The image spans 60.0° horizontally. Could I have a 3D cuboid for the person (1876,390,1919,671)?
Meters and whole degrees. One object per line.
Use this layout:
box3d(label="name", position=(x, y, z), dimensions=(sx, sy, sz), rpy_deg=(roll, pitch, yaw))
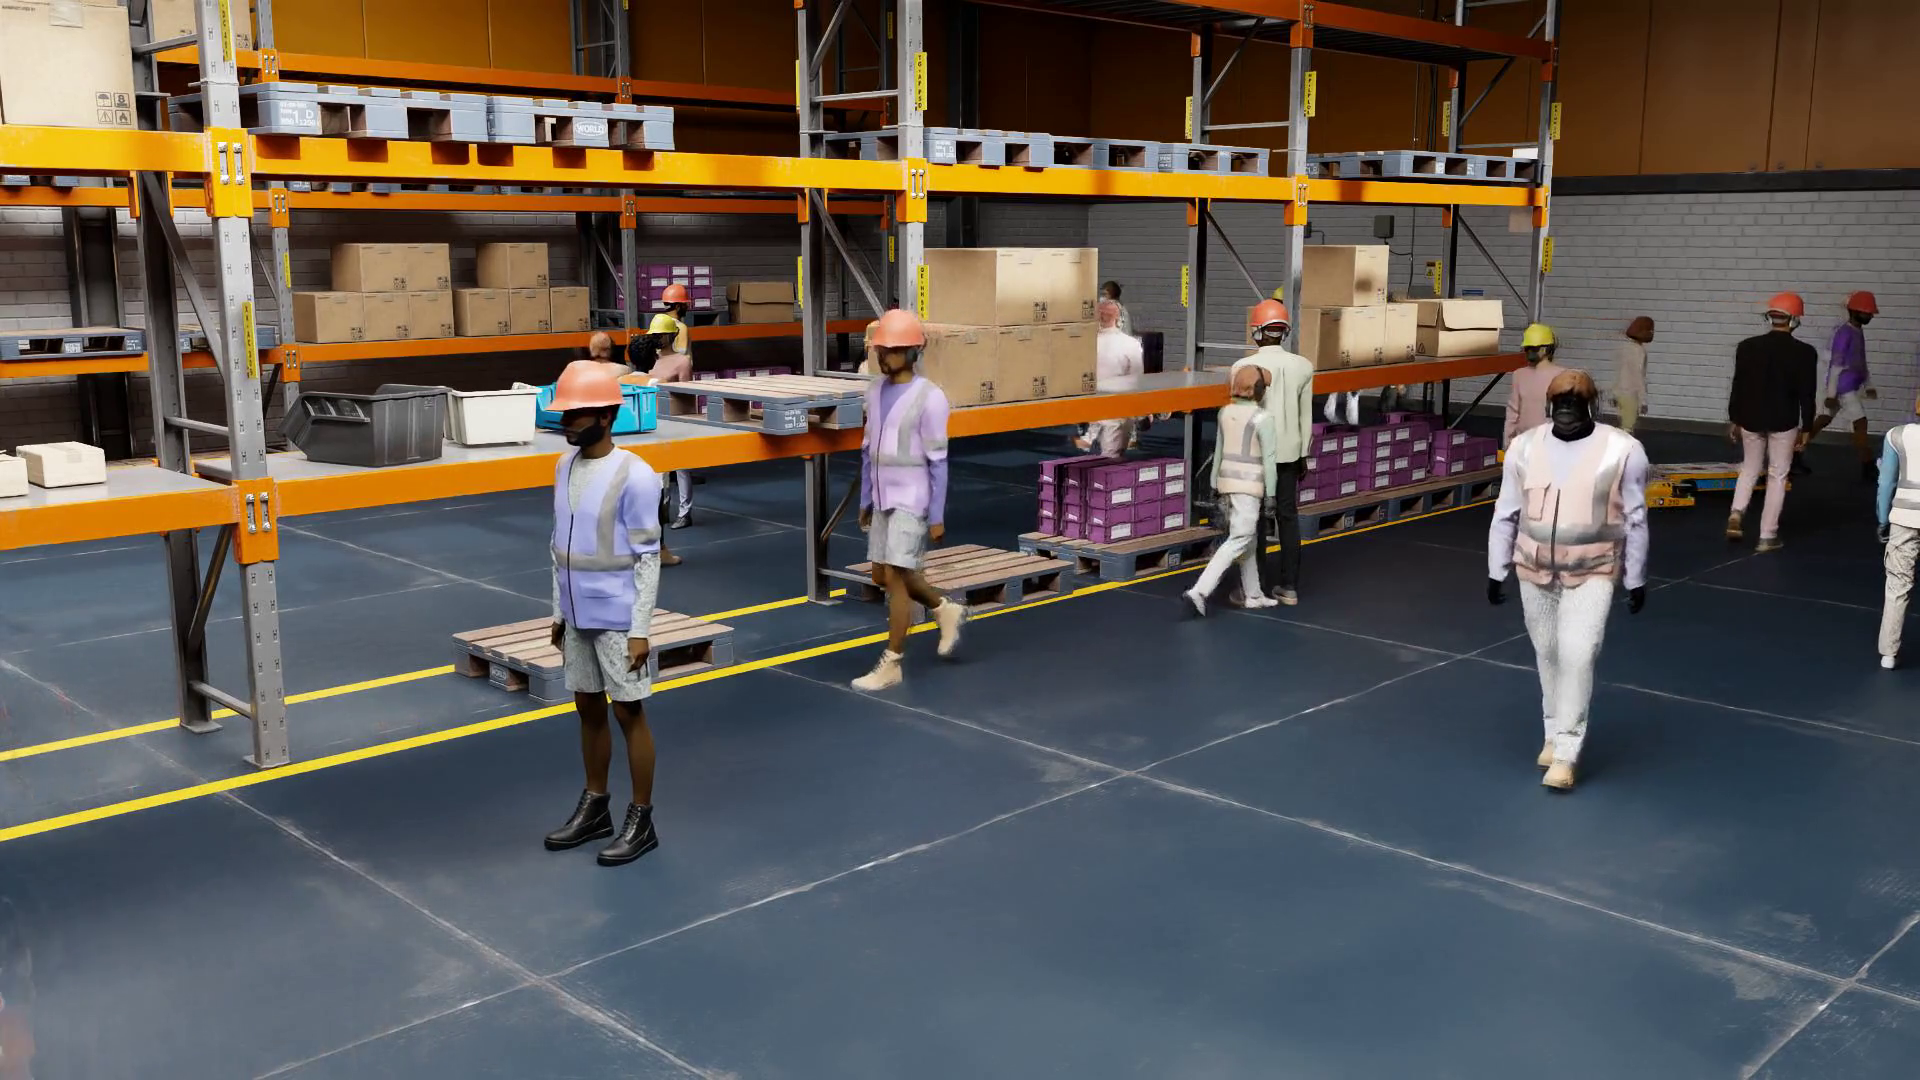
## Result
box3d(label="person", position=(5.288, -0.066, 9.102), dimensions=(0.314, 1.639, 0.515), rpy_deg=(-10, 14, -43))

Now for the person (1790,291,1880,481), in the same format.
box3d(label="person", position=(8.721, -1.529, 16.466), dimensions=(1.038, 1.874, 0.558), rpy_deg=(6, 12, 30))

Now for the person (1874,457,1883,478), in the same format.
box3d(label="person", position=(9.076, -1.352, 15.467), dimensions=(0.814, 1.883, 0.651), rpy_deg=(7, 13, 34))

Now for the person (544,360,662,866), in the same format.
box3d(label="person", position=(-1.394, 0.285, 6.385), dimensions=(0.552, 1.939, 0.371), rpy_deg=(8, 13, 36))

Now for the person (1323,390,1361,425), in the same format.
box3d(label="person", position=(4.028, -1.686, 17.341), dimensions=(0.388, 1.856, 0.558), rpy_deg=(-3, 11, -18))

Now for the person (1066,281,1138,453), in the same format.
box3d(label="person", position=(1.592, -1.912, 18.469), dimensions=(0.984, 1.891, 0.653), rpy_deg=(-3, 11, -16))

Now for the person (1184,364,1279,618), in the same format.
box3d(label="person", position=(1.729, -0.308, 10.512), dimensions=(0.761, 1.608, 0.559), rpy_deg=(-5, 12, -27))

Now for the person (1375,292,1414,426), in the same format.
box3d(label="person", position=(4.572, -1.686, 17.475), dimensions=(0.587, 1.804, 0.545), rpy_deg=(6, 12, 28))

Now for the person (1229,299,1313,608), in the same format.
box3d(label="person", position=(1.992, -0.556, 10.802), dimensions=(0.621, 1.992, 0.397), rpy_deg=(-4, 11, -21))

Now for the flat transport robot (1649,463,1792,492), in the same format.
box3d(label="flat transport robot", position=(6.976, -0.583, 15.652), dimensions=(1.431, 0.197, 0.652), rpy_deg=(-2, 11, -10))

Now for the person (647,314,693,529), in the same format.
box3d(label="person", position=(-2.412, -0.971, 13.685), dimensions=(0.524, 1.769, 0.315), rpy_deg=(7, 13, 34))

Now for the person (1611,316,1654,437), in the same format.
box3d(label="person", position=(6.613, -1.396, 16.412), dimensions=(0.376, 1.612, 0.559), rpy_deg=(0, 10, 1))

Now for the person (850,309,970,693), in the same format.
box3d(label="person", position=(-0.262, -0.221, 8.896), dimensions=(0.764, 2.028, 0.619), rpy_deg=(-8, 13, -37))

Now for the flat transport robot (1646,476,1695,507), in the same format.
box3d(label="flat transport robot", position=(6.004, -0.503, 15.216), dimensions=(0.652, 0.197, 1.431), rpy_deg=(-2, 11, -10))

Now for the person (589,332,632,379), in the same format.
box3d(label="person", position=(-2.965, -0.936, 13.950), dimensions=(0.526, 1.593, 0.773), rpy_deg=(1, 10, 4))

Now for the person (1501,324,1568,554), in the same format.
box3d(label="person", position=(4.306, -0.741, 12.462), dimensions=(0.386, 1.750, 0.552), rpy_deg=(-7, 12, -32))

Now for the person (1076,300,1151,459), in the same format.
box3d(label="person", position=(1.233, -1.077, 13.988), dimensions=(0.634, 1.875, 0.939), rpy_deg=(10, 14, 43))

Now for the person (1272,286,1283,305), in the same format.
box3d(label="person", position=(3.125, -1.512, 16.230), dimensions=(0.382, 1.917, 0.585), rpy_deg=(-9, 13, -39))

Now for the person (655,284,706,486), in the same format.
box3d(label="person", position=(-2.728, -1.494, 16.072), dimensions=(0.354, 1.939, 0.544), rpy_deg=(-9, 14, -41))

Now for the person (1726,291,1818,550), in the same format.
box3d(label="person", position=(6.168, -0.892, 12.666), dimensions=(0.517, 1.980, 0.636), rpy_deg=(-10, 14, -42))

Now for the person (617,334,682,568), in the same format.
box3d(label="person", position=(-2.296, -0.645, 12.095), dimensions=(0.536, 1.696, 0.322), rpy_deg=(6, 12, 30))

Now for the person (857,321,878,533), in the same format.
box3d(label="person", position=(-0.689, -0.901, 13.430), dimensions=(0.516, 1.709, 0.801), rpy_deg=(7, 13, 35))

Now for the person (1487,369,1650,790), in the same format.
box3d(label="person", position=(2.618, 0.170, 7.319), dimensions=(0.661, 1.816, 0.795), rpy_deg=(8, 13, 38))
